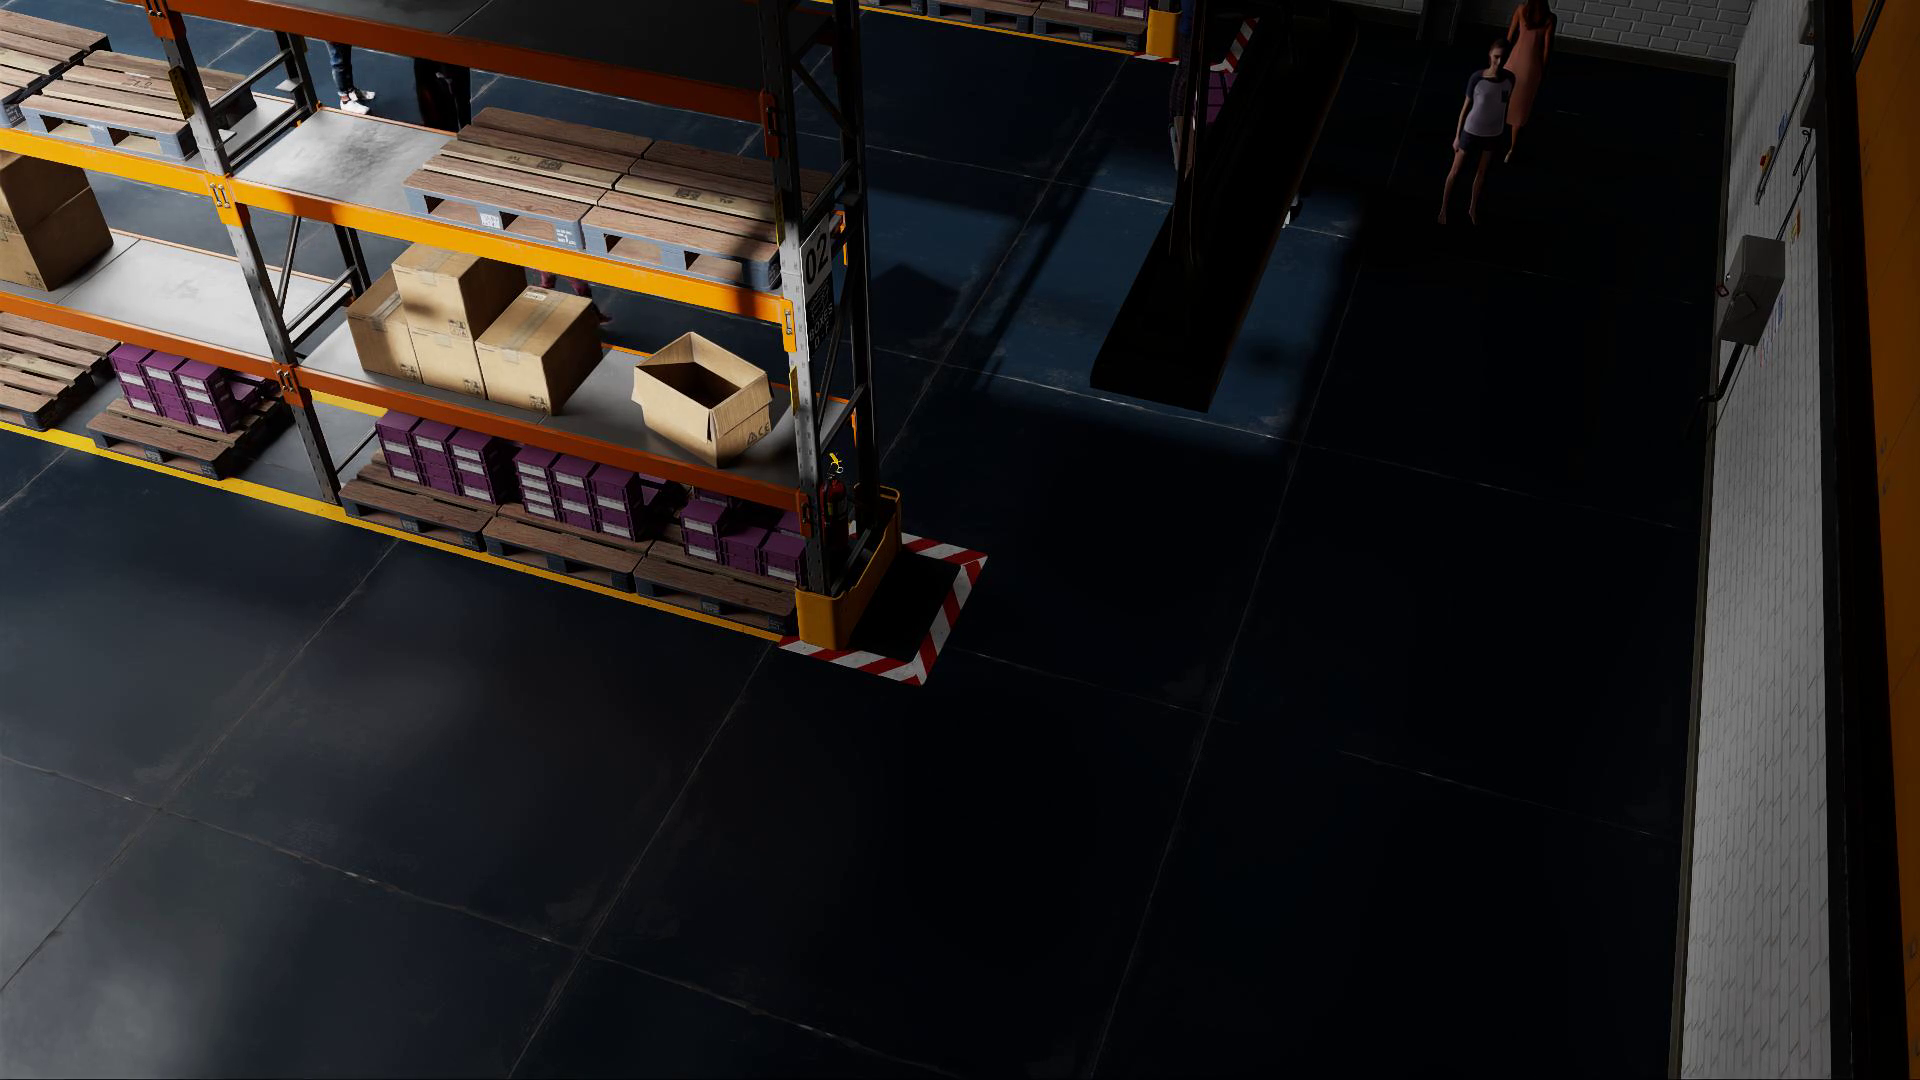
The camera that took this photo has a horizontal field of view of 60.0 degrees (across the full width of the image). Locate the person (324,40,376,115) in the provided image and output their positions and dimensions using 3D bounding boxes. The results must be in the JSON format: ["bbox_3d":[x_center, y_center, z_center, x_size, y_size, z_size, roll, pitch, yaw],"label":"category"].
[{"bbox_3d":[-6.120,-5.059,16.180,0.747,1.814,0.776,-2,44,-2],"label":"person"}]

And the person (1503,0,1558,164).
[{"bbox_3d":[5.223,-4.366,15.440,0.550,1.831,0.702,28,50,26],"label":"person"}]

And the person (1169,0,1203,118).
[{"bbox_3d":[2.225,-4.834,15.902,0.711,1.872,0.737,-4,44,-4],"label":"person"}]

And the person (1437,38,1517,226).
[{"bbox_3d":[4.606,-3.602,14.686,0.577,1.766,0.702,2,44,2],"label":"person"}]
